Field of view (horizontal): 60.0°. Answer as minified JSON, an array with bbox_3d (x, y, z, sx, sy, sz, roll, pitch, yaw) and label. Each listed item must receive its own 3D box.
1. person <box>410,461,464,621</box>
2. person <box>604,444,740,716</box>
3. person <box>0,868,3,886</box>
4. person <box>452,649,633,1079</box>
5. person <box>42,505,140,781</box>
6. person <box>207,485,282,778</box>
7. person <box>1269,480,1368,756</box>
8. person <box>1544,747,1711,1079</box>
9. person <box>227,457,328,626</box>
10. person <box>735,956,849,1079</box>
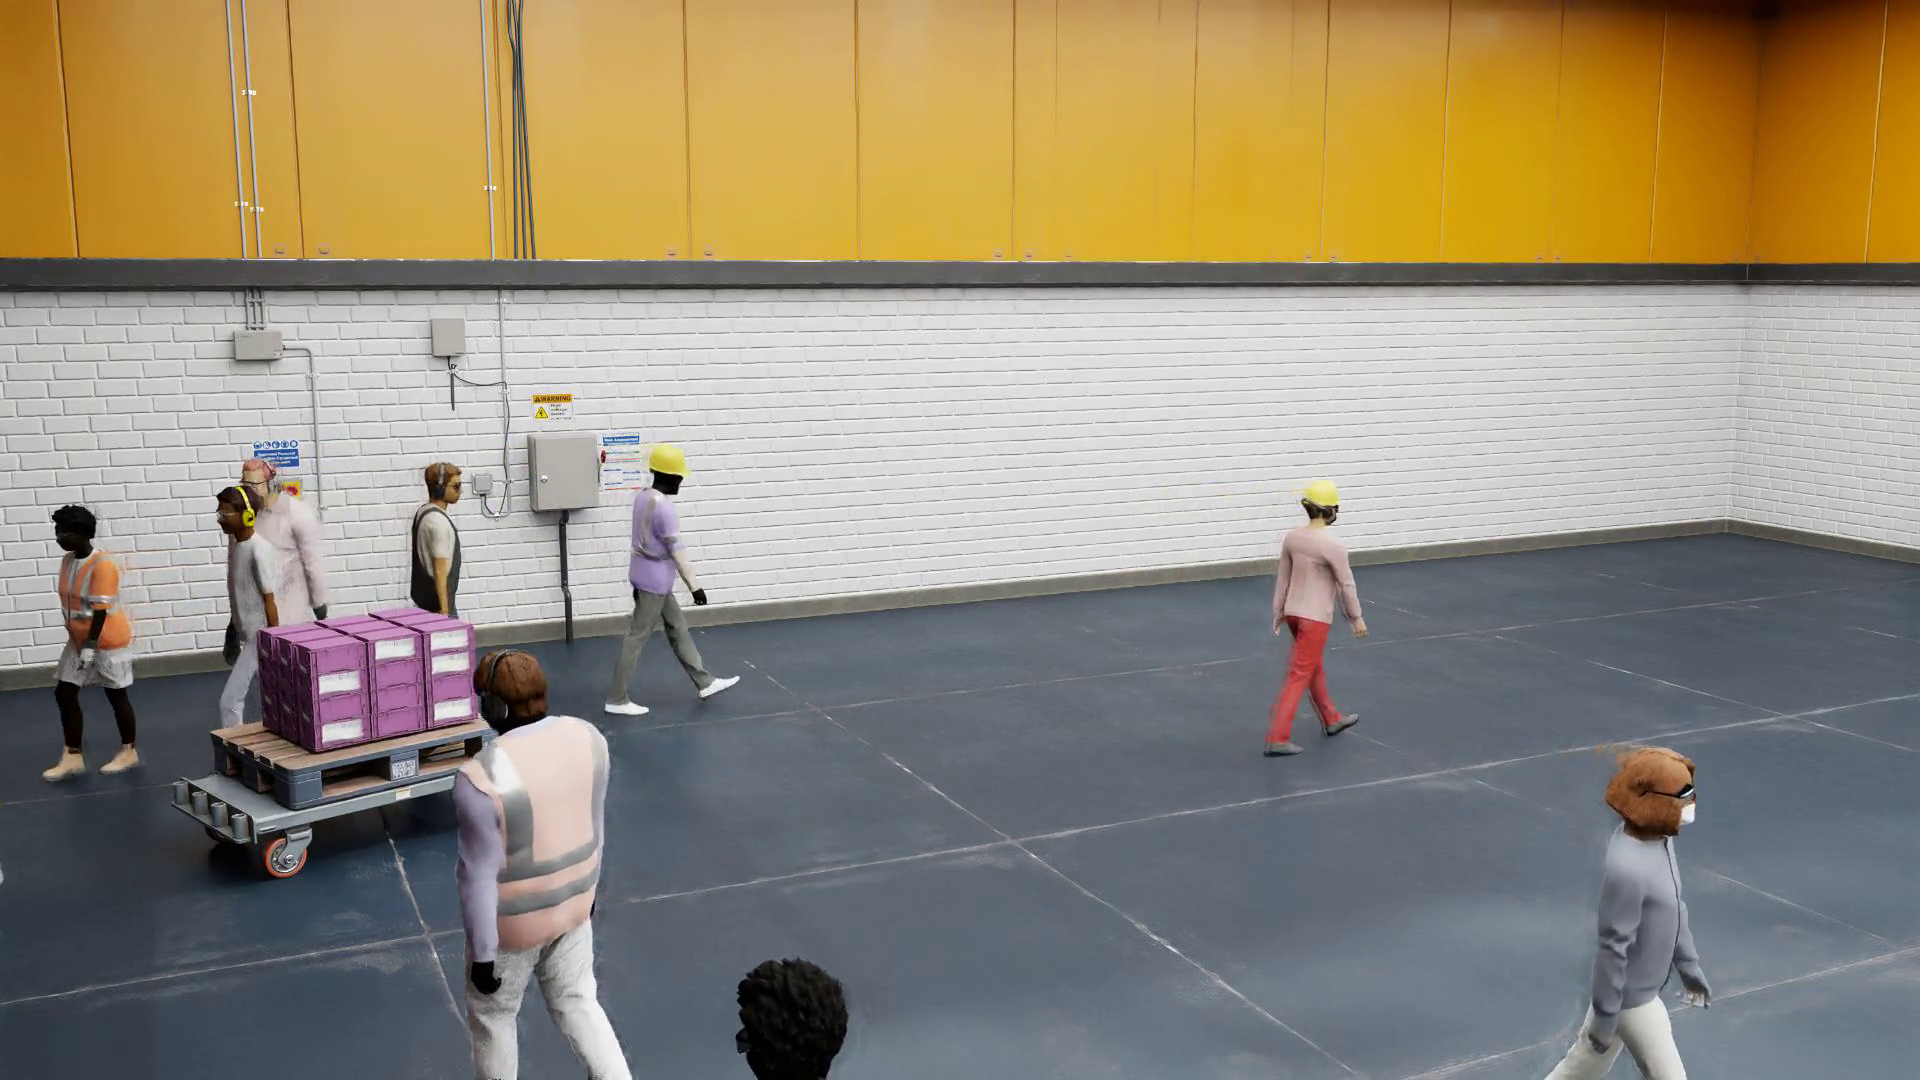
[{"bbox_3d":[-3.440,0.402,10.766,0.580,1.829,0.518,-5,10,-29],"label":"person"},{"bbox_3d":[-1.999,0.274,11.415,1.035,1.857,0.597,-4,10,-23],"label":"person"},{"bbox_3d":[-3.794,1.163,6.024,0.557,1.818,0.975,-4,10,-23],"label":"person"},{"bbox_3d":[-1.382,1.251,5.535,0.825,1.808,0.644,6,11,34],"label":"person"},{"bbox_3d":[-5.195,0.621,9.861,0.528,1.665,0.649,5,10,28],"label":"person"},{"bbox_3d":[-4.061,0.567,9.724,0.946,1.826,0.538,-6,11,-31],"label":"person"},{"bbox_3d":[2.280,0.487,10.526,0.881,1.727,0.539,-5,10,-27],"label":"person"},{"bbox_3d":[2.129,1.410,5.215,0.858,1.588,0.500,5,10,28],"label":"person"},{"bbox_3d":[-4.460,0.345,10.999,0.663,1.864,0.894,3,10,16],"label":"person"},{"bbox_3d":[-0.313,1.663,3.375,0.539,1.683,0.369,-8,12,-41],"label":"person"}]
